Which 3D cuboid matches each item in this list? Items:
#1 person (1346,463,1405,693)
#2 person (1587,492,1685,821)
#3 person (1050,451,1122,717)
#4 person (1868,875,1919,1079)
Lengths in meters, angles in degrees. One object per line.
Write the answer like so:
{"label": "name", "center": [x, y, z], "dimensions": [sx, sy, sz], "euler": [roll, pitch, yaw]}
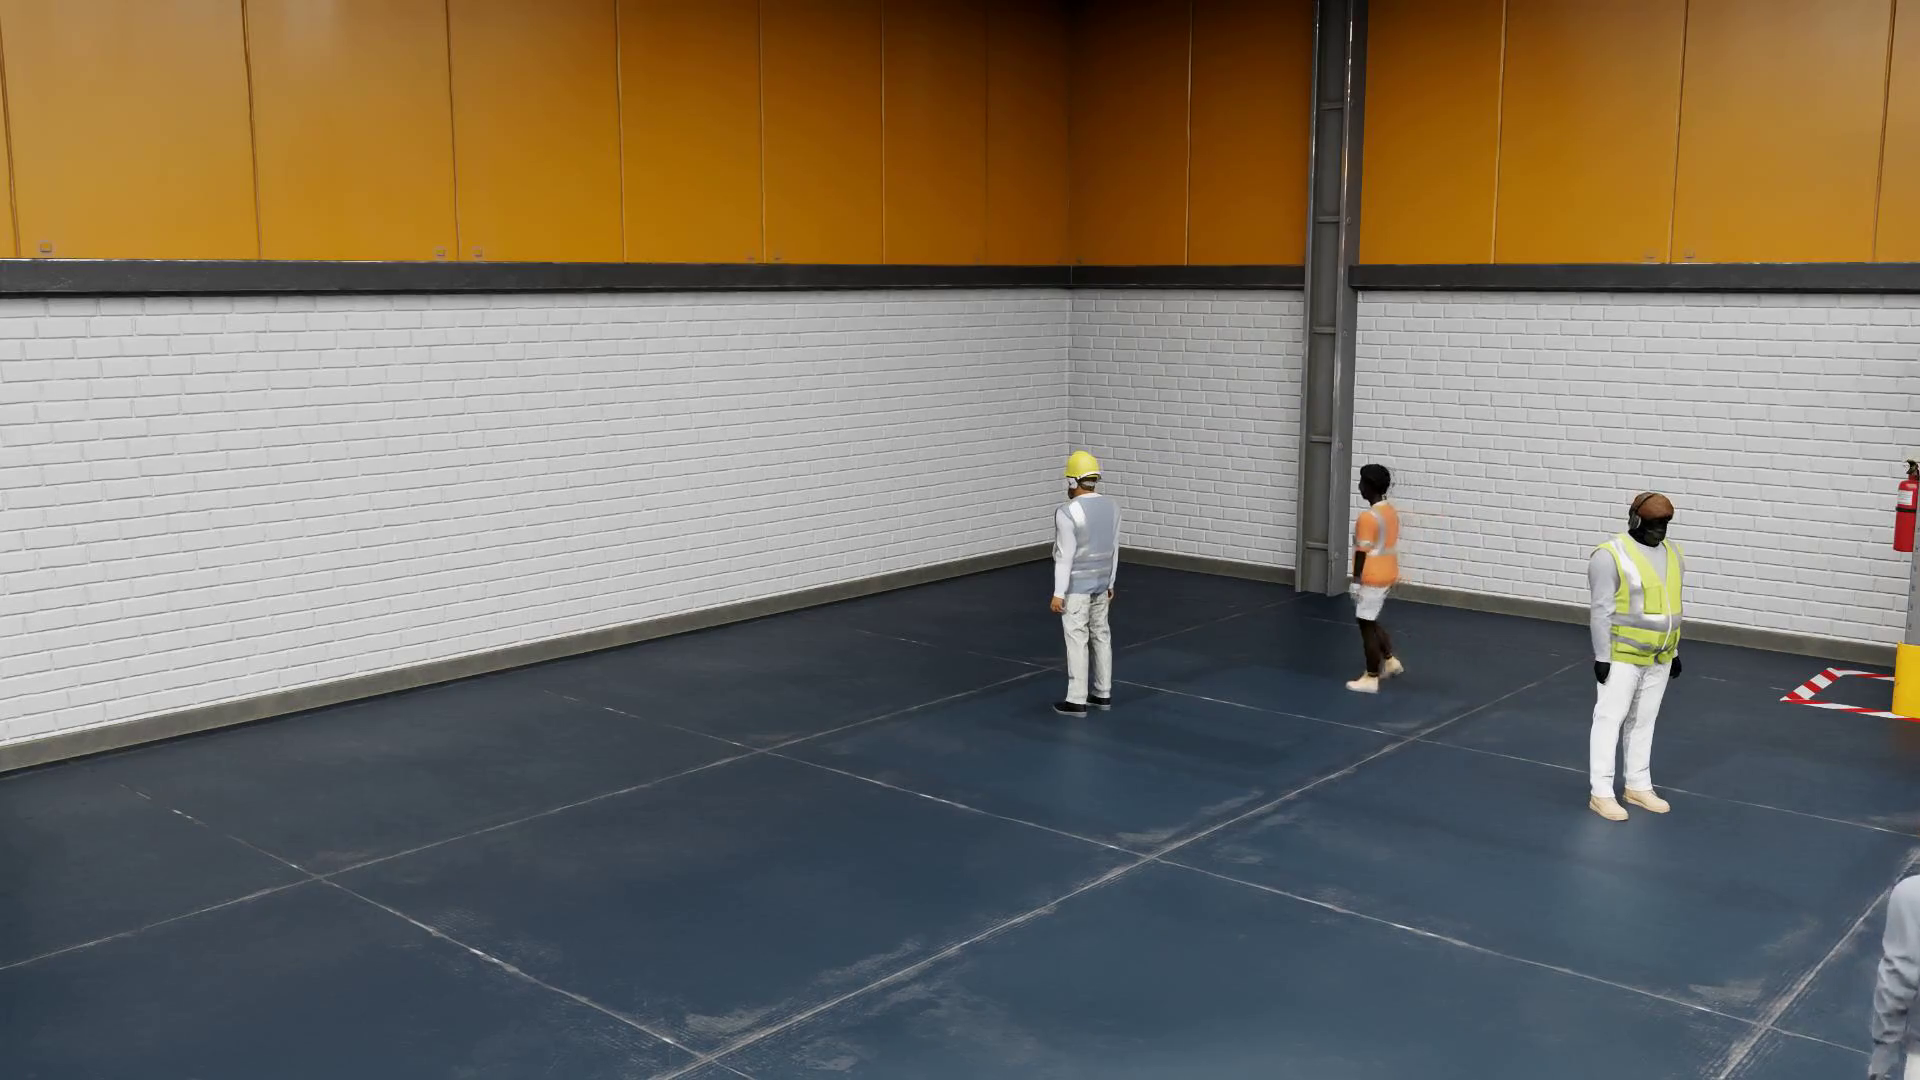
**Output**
{"label": "person", "center": [2.985, 0.283, 12.065], "dimensions": [0.362, 1.685, 0.535], "euler": [6, 11, 32]}
{"label": "person", "center": [3.808, 0.642, 9.334], "dimensions": [0.621, 1.837, 0.429], "euler": [-4, 10, -24]}
{"label": "person", "center": [0.846, 0.300, 11.483], "dimensions": [0.599, 1.830, 0.403], "euler": [-8, 12, -42]}
{"label": "person", "center": [2.830, 1.495, 4.615], "dimensions": [0.522, 1.618, 0.425], "euler": [3, 10, 19]}
